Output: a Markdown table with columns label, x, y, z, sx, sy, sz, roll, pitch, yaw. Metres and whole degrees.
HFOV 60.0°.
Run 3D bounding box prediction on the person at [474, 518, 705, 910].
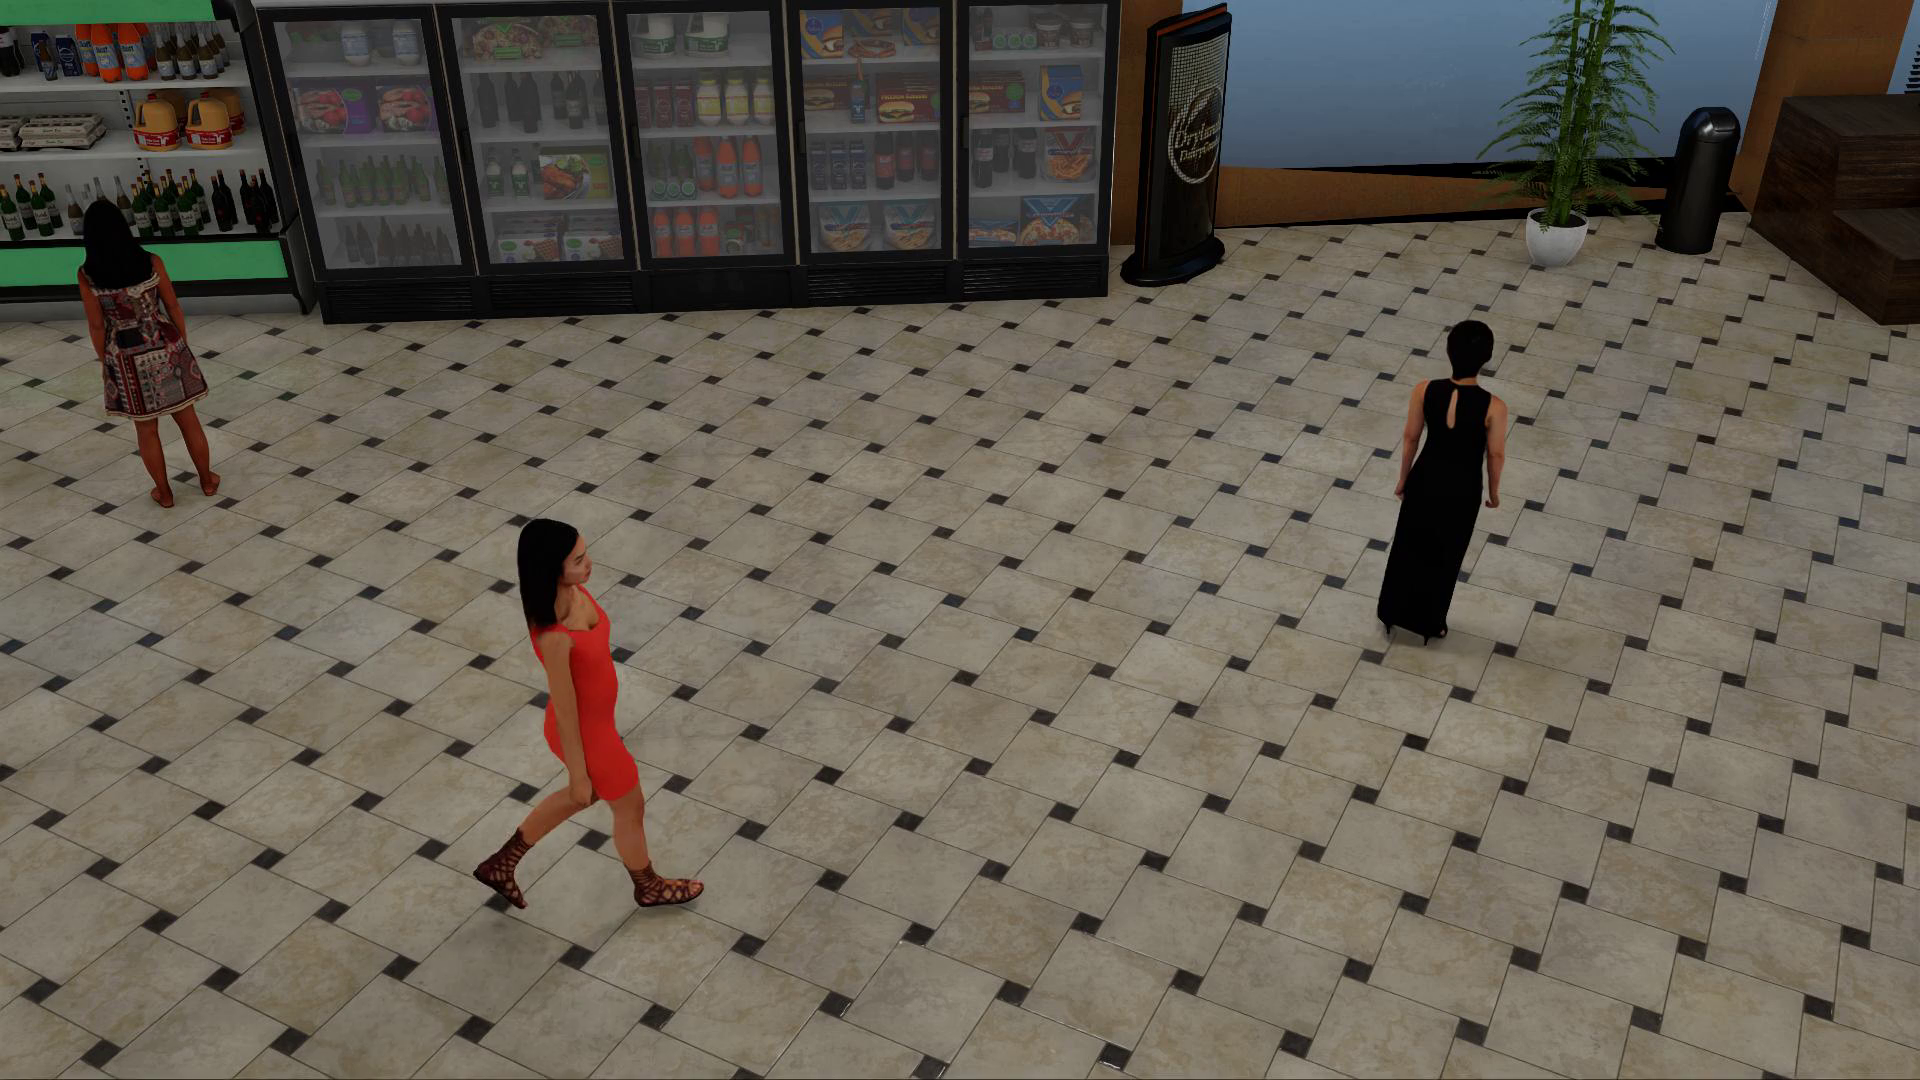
| label | x | y | z | sx | sy | sz | roll | pitch | yaw |
| --- | --- | --- | --- | --- | --- | --- | --- | --- | --- |
| person | -1.389 | 0.677 | 5.791 | 1.067 | 1.694 | 0.681 | -6 | 32 | -10 |

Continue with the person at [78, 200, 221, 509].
| label | x | y | z | sx | sy | sz | roll | pitch | yaw |
| --- | --- | --- | --- | --- | --- | --- | --- | --- | --- |
| person | -4.130 | -0.934 | 8.426 | 0.642 | 1.645 | 0.784 | -19 | 37 | -27 |

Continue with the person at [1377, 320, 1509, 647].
| label | x | y | z | sx | sy | sz | roll | pitch | yaw |
| --- | --- | --- | --- | --- | --- | --- | --- | --- | --- |
| person | 2.104 | -0.195 | 7.278 | 0.654 | 1.603 | 0.731 | 20 | 37 | 29 |
